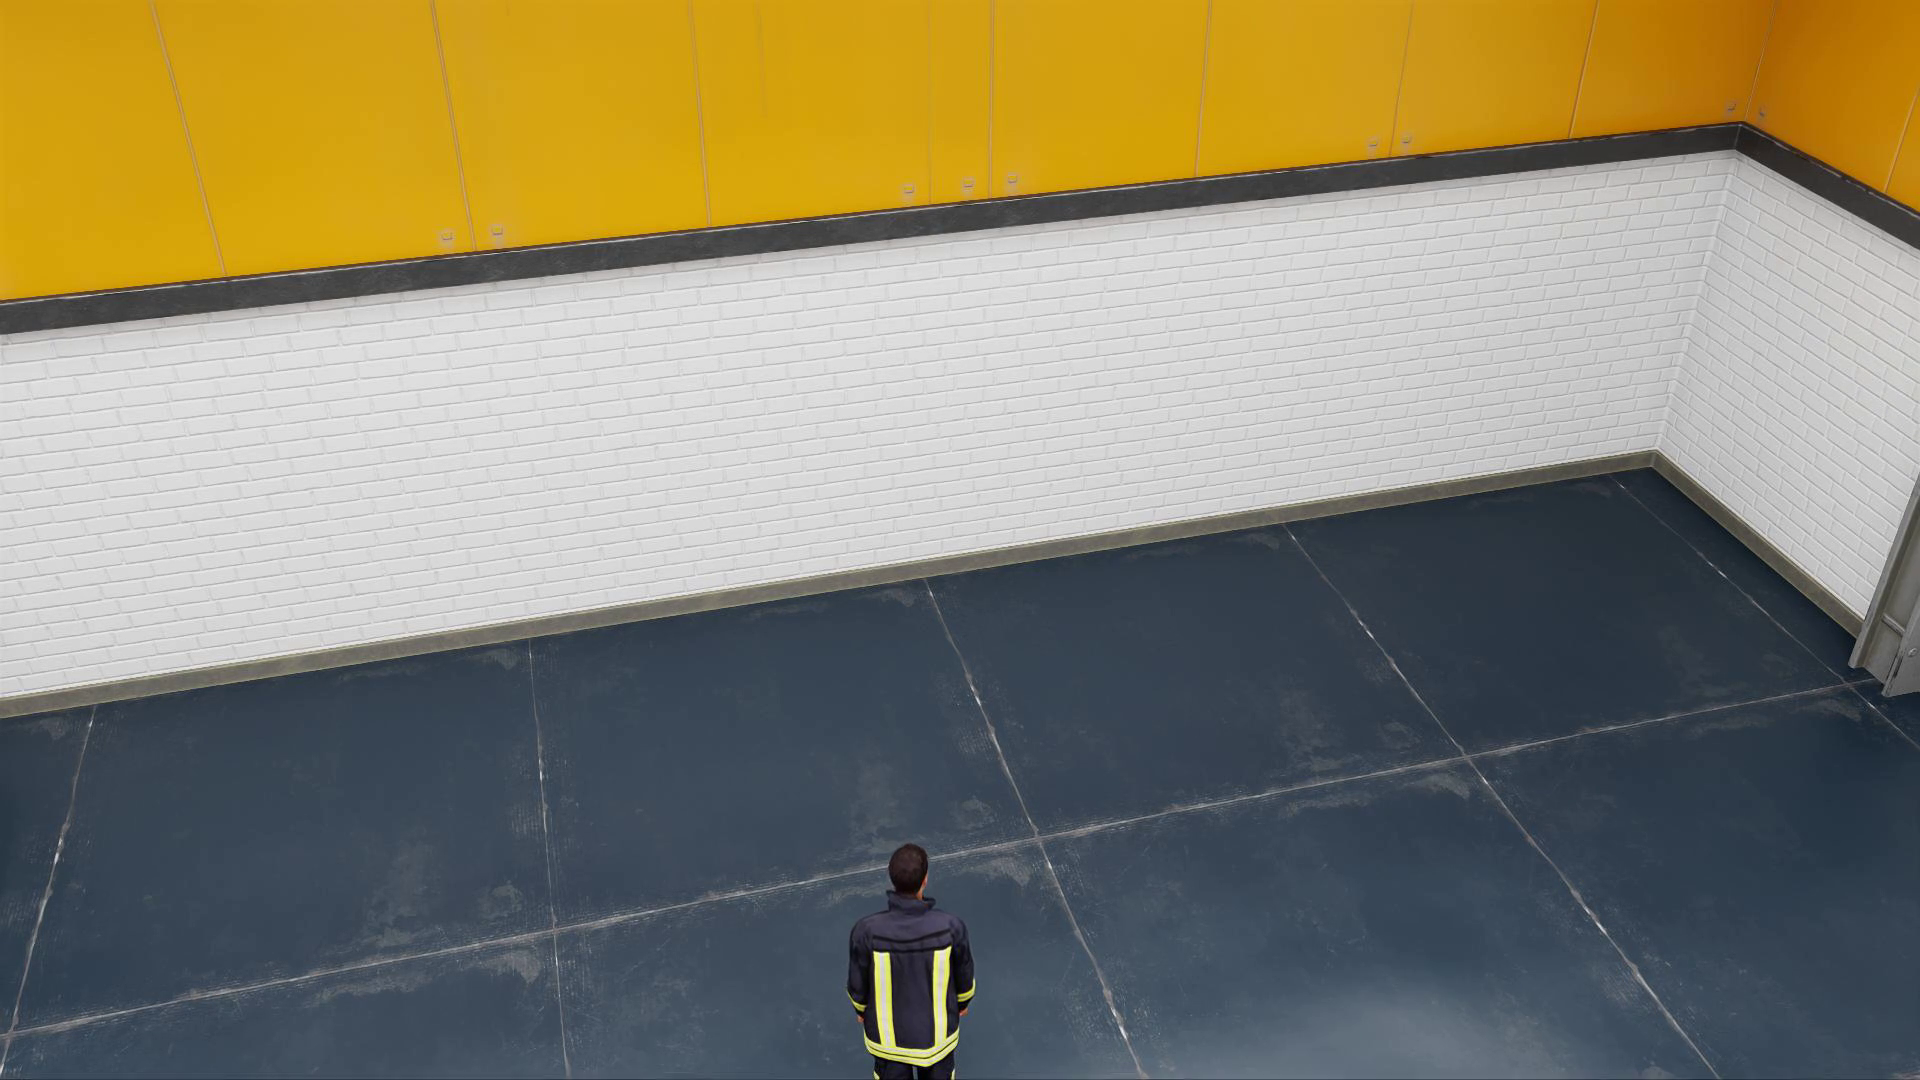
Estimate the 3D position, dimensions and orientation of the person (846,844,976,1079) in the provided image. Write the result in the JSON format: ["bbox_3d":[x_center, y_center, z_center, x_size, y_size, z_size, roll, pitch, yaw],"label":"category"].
[{"bbox_3d":[-0.240,2.282,8.146,0.829,1.919,0.718,-3,34,-5],"label":"person"}]
